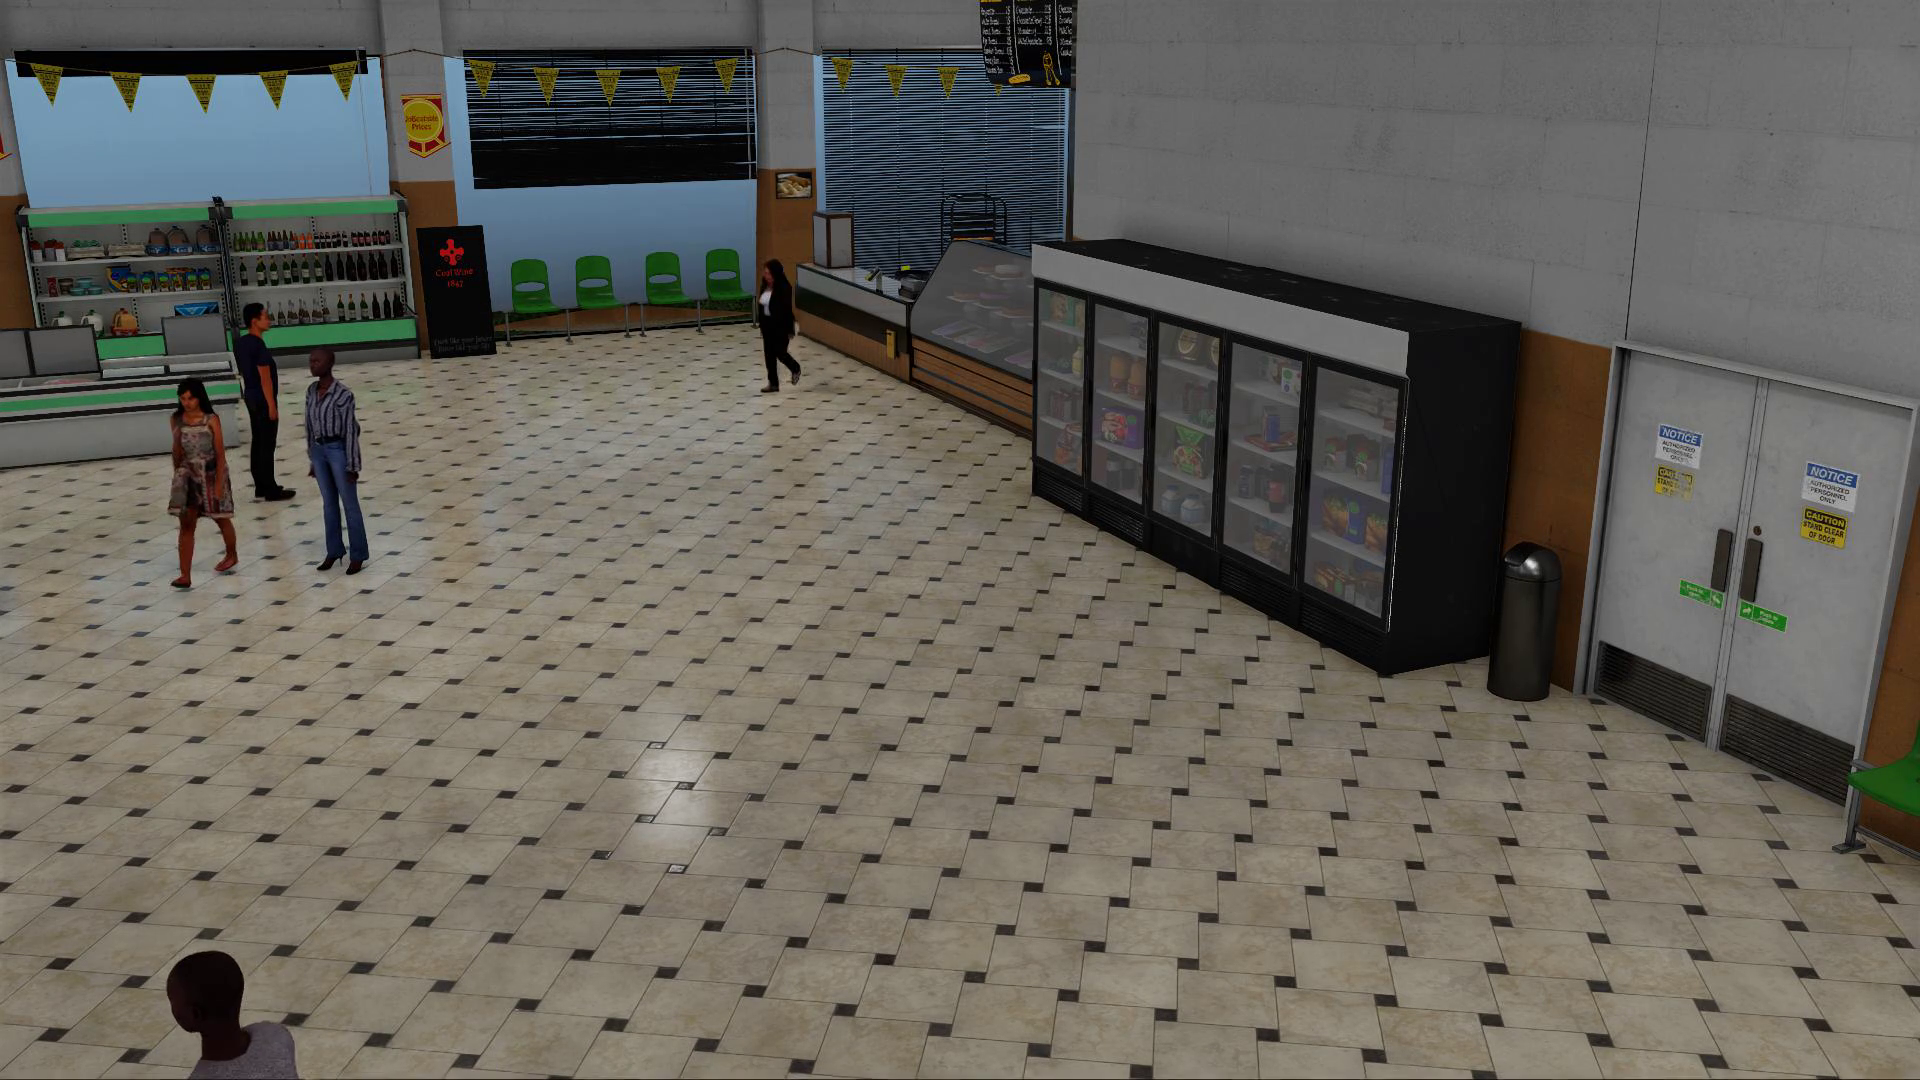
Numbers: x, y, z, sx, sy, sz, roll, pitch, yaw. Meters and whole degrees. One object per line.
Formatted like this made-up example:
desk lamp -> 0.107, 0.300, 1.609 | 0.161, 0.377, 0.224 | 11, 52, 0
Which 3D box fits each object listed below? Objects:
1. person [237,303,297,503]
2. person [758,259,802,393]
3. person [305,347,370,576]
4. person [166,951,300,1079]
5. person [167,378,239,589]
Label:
person -> -6.336, -1.252, 15.064 | 0.618, 1.789, 0.694 | -15, 22, -40
person -> -2.093, -2.506, 19.533 | 0.885, 1.591, 0.961 | 14, 22, 39
person -> -4.878, -0.625, 12.988 | 0.697, 1.795, 0.736 | 8, 19, 24
person -> -1.903, 1.949, 4.596 | 1.084, 1.746, 0.988 | 5, 17, 15
person -> -5.765, -0.461, 12.800 | 1.146, 1.590, 1.058 | 2, 17, 6
